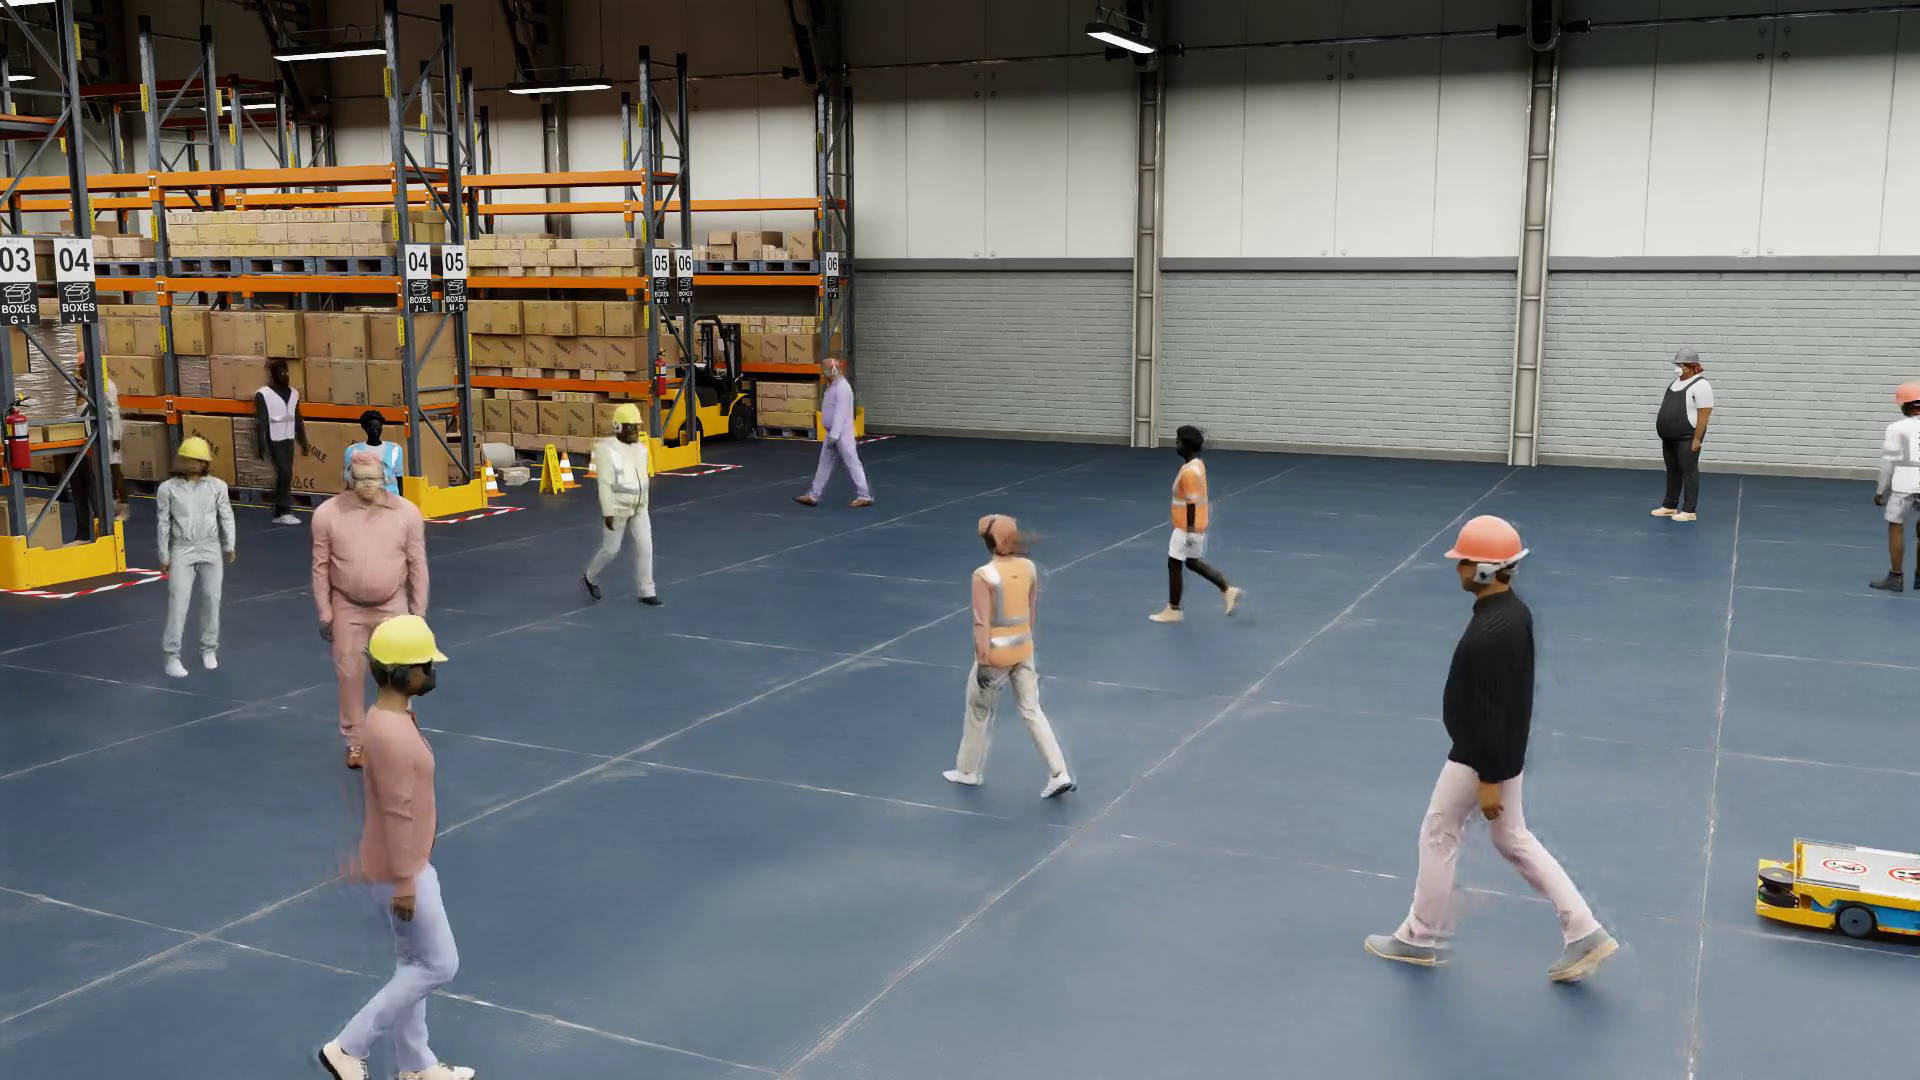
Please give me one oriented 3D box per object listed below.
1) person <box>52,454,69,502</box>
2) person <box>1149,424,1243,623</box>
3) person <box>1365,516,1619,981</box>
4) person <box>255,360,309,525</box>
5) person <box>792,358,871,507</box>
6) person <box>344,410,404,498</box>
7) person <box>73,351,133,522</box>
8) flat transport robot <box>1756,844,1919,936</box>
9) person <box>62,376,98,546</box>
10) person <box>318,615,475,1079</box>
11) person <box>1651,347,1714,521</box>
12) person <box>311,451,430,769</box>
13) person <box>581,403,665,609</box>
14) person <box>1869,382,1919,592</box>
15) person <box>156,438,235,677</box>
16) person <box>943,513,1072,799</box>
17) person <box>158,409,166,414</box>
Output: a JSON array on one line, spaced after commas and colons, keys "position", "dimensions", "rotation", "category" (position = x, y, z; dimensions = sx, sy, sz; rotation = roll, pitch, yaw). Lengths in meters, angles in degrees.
[{"position": [-11.379, -1.429, 21.031], "dimensions": [0.447, 1.921, 0.575], "rotation": [6, 11, 31], "category": "person"}, {"position": [1.968, -0.127, 13.785], "dimensions": [0.701, 1.676, 0.536], "rotation": [3, 10, 16], "category": "person"}, {"position": [2.237, 0.867, 6.865], "dimensions": [0.969, 1.963, 0.622], "rotation": [6, 11, 32], "category": "person"}, {"position": [-7.739, -1.117, 19.175], "dimensions": [0.660, 1.900, 0.621], "rotation": [4, 10, 21], "category": "person"}, {"position": [-1.554, -1.305, 20.512], "dimensions": [0.979, 1.851, 0.647], "rotation": [-4, 10, -22], "category": "person"}, {"position": [-5.237, -0.322, 14.939], "dimensions": [0.541, 1.696, 0.315], "rotation": [-7, 12, -37], "category": "person"}, {"position": [-10.017, -1.202, 19.459], "dimensions": [0.684, 2.002, 0.419], "rotation": [7, 11, 36], "category": "person"}, {"position": [4.370, 1.610, 7.453], "dimensions": [1.431, 0.197, 0.652], "rotation": [5, 10, 26], "category": "flat transport robot"}, {"position": [-9.178, -0.798, 17.405], "dimensions": [0.515, 1.843, 0.327], "rotation": [3, 10, 17], "category": "person"}, {"position": [-1.980, 1.130, 5.827], "dimensions": [0.436, 1.754, 0.531], "rotation": [-3, 10, -20], "category": "person"}, {"position": [8.470, -1.250, 19.577], "dimensions": [0.538, 2.000, 0.687], "rotation": [-2, 9, -11], "category": "person"}, {"position": [-3.471, 0.412, 9.858], "dimensions": [0.657, 1.892, 0.397], "rotation": [-4, 10, -24], "category": "person"}, {"position": [-2.976, -0.308, 14.542], "dimensions": [0.818, 1.803, 0.590], "rotation": [8, 12, 40], "category": "person"}, {"position": [8.733, -0.474, 15.252], "dimensions": [0.627, 1.906, 0.390], "rotation": [1, 9, 5], "category": "person"}, {"position": [-5.591, 0.121, 12.168], "dimensions": [0.574, 1.719, 0.433], "rotation": [-8, 12, -39], "category": "person"}, {"position": [0.284, 0.646, 9.295], "dimensions": [0.844, 1.601, 0.533], "rotation": [9, 13, 43], "category": "person"}, {"position": [-11.947, -2.059, 24.987], "dimensions": [0.524, 1.889, 0.568], "rotation": [-3, 10, -17], "category": "person"}]
